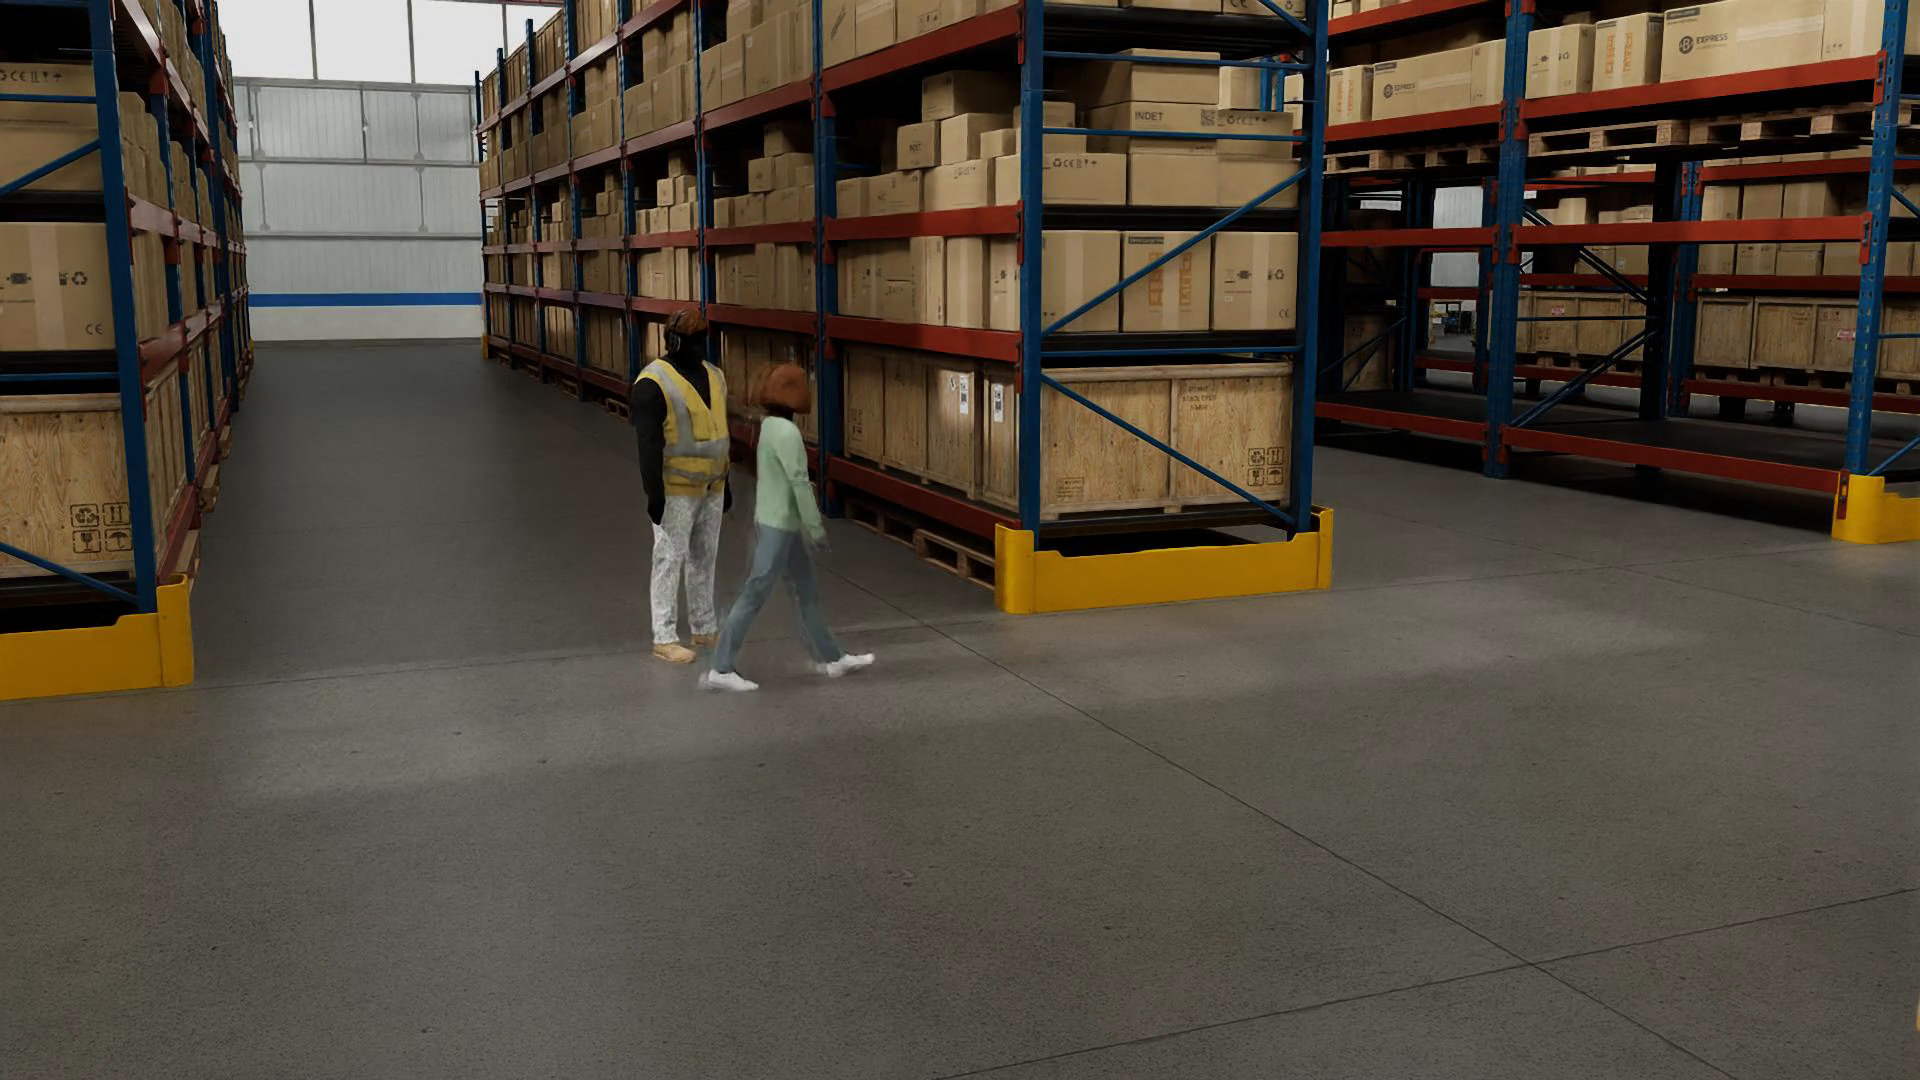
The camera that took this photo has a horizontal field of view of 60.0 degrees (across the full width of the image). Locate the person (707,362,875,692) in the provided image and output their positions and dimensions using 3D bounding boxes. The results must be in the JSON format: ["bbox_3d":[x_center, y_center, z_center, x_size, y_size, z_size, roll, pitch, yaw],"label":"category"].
[{"bbox_3d":[-0.851,-0.061,8.082,0.871,1.589,0.495,-3,10,-16],"label":"person"}]

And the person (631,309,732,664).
[{"bbox_3d":[-1.415,-0.278,8.678,0.431,1.836,0.618,6,11,31],"label":"person"}]

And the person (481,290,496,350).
[{"bbox_3d":[-11.060,-5.290,39.319,0.578,1.609,0.539,-7,12,-36],"label":"person"}]
